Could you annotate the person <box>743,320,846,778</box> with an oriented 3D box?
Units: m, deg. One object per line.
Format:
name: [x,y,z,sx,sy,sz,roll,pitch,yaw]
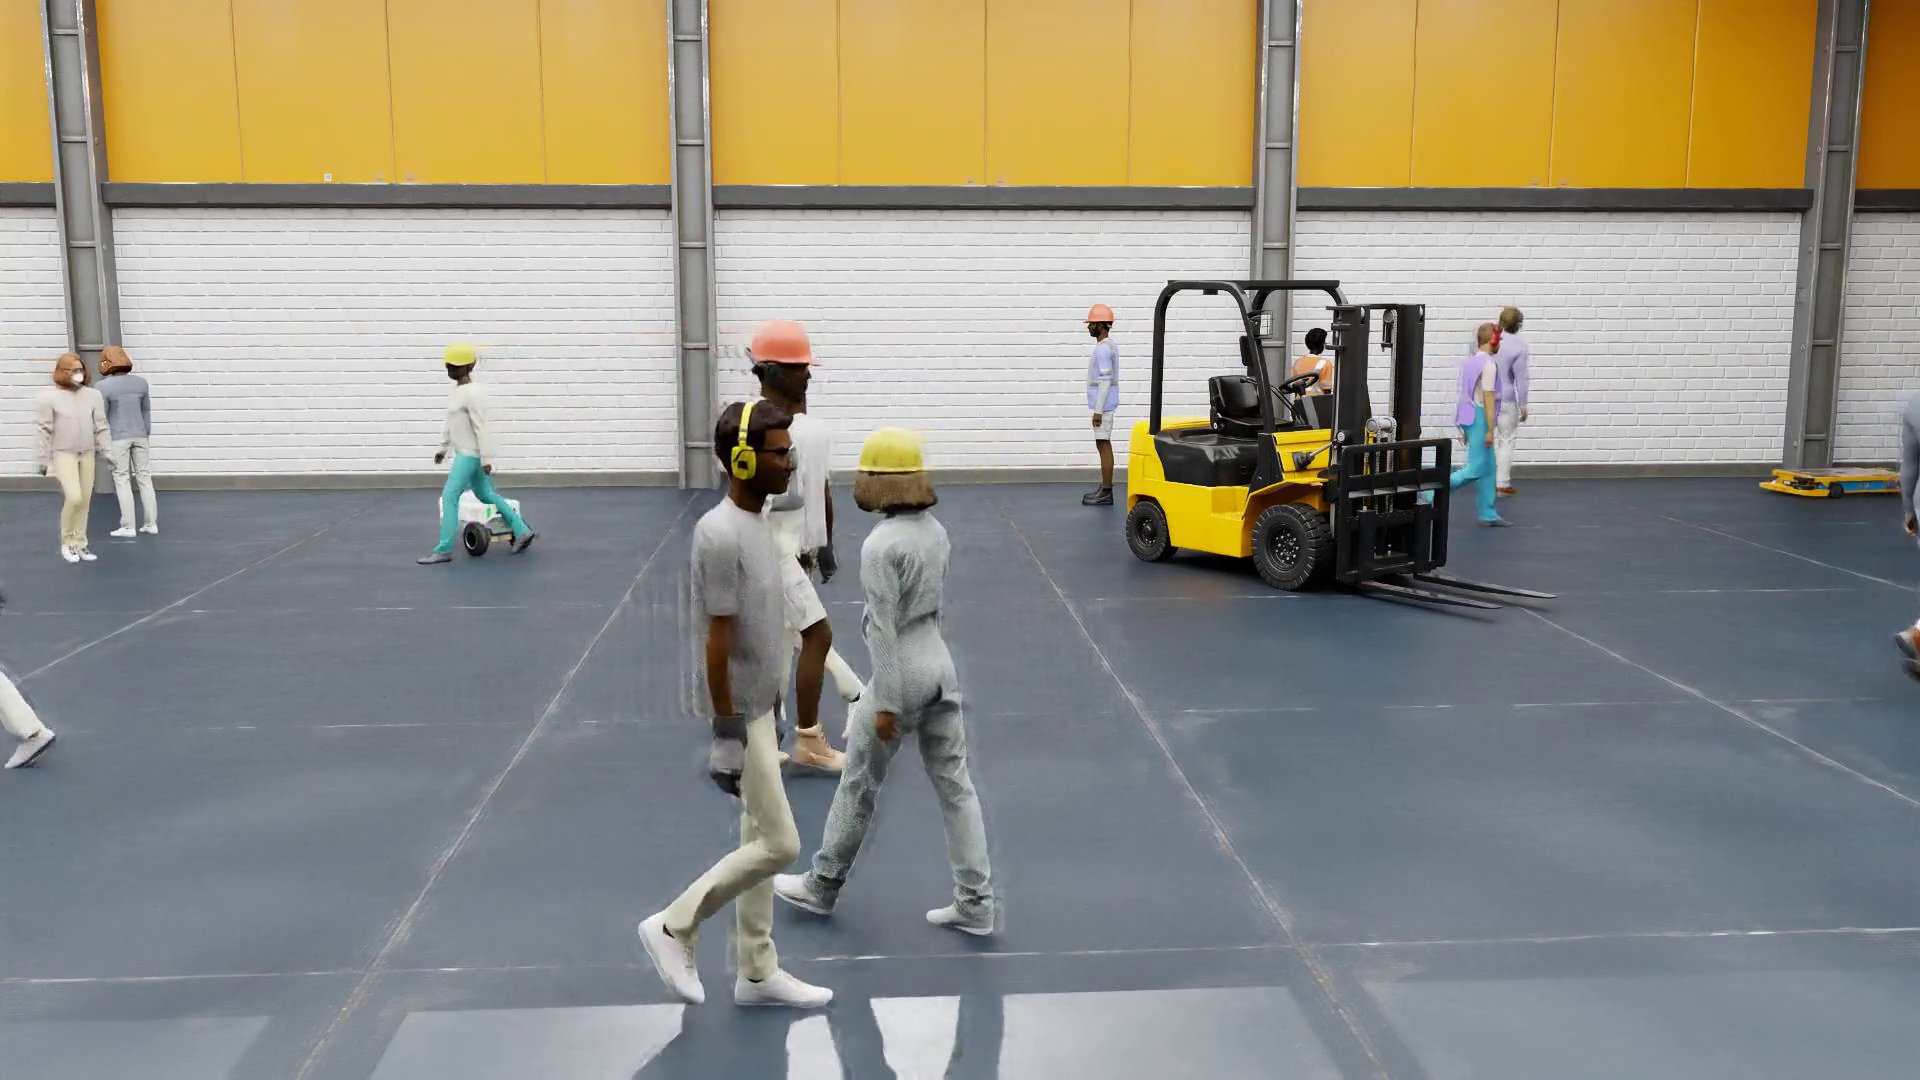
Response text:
person: [-0.730,0.047,7.352,0.790,2.016,0.614,-2,9,-11]

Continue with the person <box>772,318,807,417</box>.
person: [-1.569,-1.054,14.829,0.399,1.829,0.546,0,9,3]

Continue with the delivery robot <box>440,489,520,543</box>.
delivery robot: [-3.862,-0.232,13.369,0.707,0.478,0.477,7,12,39]

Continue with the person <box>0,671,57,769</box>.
person: [-4.509,0.239,7.452,0.865,1.595,0.519,0,9,2]

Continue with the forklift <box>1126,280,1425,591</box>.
forklift: [2.301,-0.860,12.475,1.214,2.155,2.313,-6,11,-35]

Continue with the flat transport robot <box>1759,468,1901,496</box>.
flat transport robot: [8.934,-0.593,16.817,1.431,0.197,0.652,-2,9,-10]

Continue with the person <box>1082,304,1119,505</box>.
person: [1.351,-1.300,16.045,0.358,1.937,0.548,1,9,9]

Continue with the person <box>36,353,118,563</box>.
person: [-6.794,-0.626,12.793,0.443,1.616,0.513,5,10,27]

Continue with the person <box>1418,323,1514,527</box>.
person: [4.458,-0.996,14.563,0.784,1.807,0.570,0,9,3]

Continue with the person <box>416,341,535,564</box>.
person: [-3.753,-0.690,12.877,0.889,1.717,0.539,-5,10,-27]

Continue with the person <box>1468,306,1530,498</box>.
person: [5.315,-1.348,16.504,0.661,1.915,0.345,8,12,41]

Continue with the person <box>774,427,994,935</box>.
person: [-0.253,0.474,5.629,0.872,1.700,0.513,5,10,29]

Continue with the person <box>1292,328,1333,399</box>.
person: [3.561,-1.296,16.807,0.321,1.690,0.529,-5,10,-30]

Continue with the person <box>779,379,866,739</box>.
person: [-0.751,0.036,8.008,0.830,1.837,0.515,4,10,25]

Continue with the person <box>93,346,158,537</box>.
person: [-7.093,-0.835,14.130,0.309,1.624,0.492,5,11,31]

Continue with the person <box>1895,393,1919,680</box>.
person: [5.264,-0.148,8.851,0.608,1.926,0.645,-3,10,-21]

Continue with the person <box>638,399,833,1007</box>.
person: [-0.657,0.512,4.914,0.473,1.857,0.549,1,9,5]
